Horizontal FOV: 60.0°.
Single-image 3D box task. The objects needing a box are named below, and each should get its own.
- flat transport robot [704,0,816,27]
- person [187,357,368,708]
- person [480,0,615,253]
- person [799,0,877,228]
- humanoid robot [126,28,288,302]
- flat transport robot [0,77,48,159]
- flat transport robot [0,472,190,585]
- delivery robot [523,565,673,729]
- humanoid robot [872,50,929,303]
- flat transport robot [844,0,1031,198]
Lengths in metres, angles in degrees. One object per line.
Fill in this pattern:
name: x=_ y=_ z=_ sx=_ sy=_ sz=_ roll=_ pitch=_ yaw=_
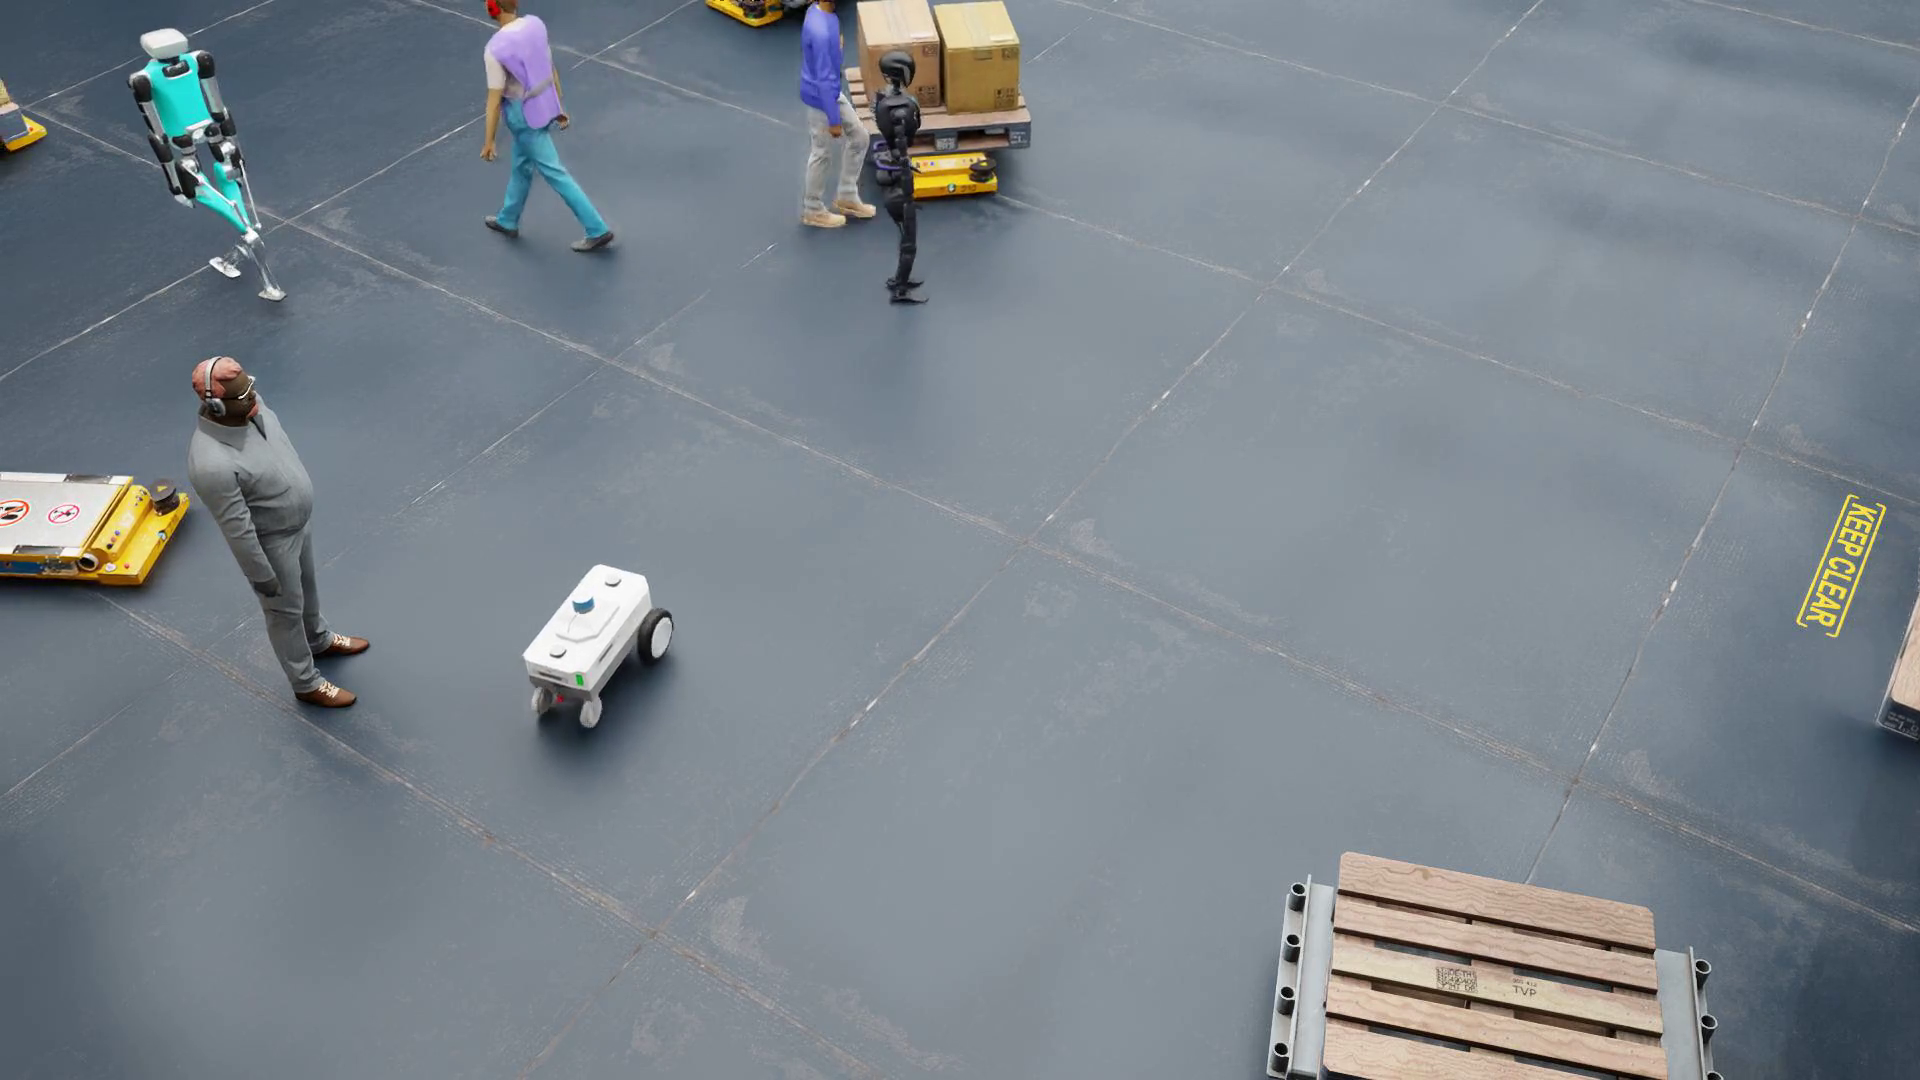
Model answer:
flat transport robot: x=-1.405 y=-4.724 z=14.066 sx=0.659 sy=0.231 sz=1.431 roll=34 pitch=52 yaw=32
person: x=-3.116 y=-0.039 z=7.596 sx=0.413 sy=1.907 sz=0.648 roll=-3 pitch=42 yaw=-3
person: x=-2.753 y=-2.687 z=10.654 sx=0.982 sy=1.782 sz=0.674 roll=12 pitch=43 yaw=13
person: x=-0.784 y=-2.860 z=10.796 sx=0.647 sy=1.844 sz=0.504 roll=2 pitch=42 yaw=2
humanoid robot: x=-4.481 y=-2.198 z=10.166 sx=1.034 sy=1.756 sz=0.546 roll=26 pitch=48 yaw=26
flat transport robot: x=-7.394 y=-2.788 z=11.900 sx=0.659 sy=0.231 sz=1.431 roll=27 pitch=48 yaw=27
flat transport robot: x=-4.947 y=-0.066 z=8.853 sx=1.431 sy=0.231 sz=0.659 roll=2 pitch=42 yaw=2
delivery robot: x=-1.782 y=0.477 z=8.020 sx=0.499 sy=0.580 sz=0.756 roll=14 pitch=44 yaw=15
humanoid robot: x=-0.362 y=-2.224 z=10.211 sx=0.328 sy=1.656 sz=0.589 roll=-5 pitch=42 yaw=-6
flat transport robot: x=-0.171 y=-2.931 z=12.059 sx=0.659 sy=0.231 sz=1.431 roll=-6 pitch=42 yaw=-7
